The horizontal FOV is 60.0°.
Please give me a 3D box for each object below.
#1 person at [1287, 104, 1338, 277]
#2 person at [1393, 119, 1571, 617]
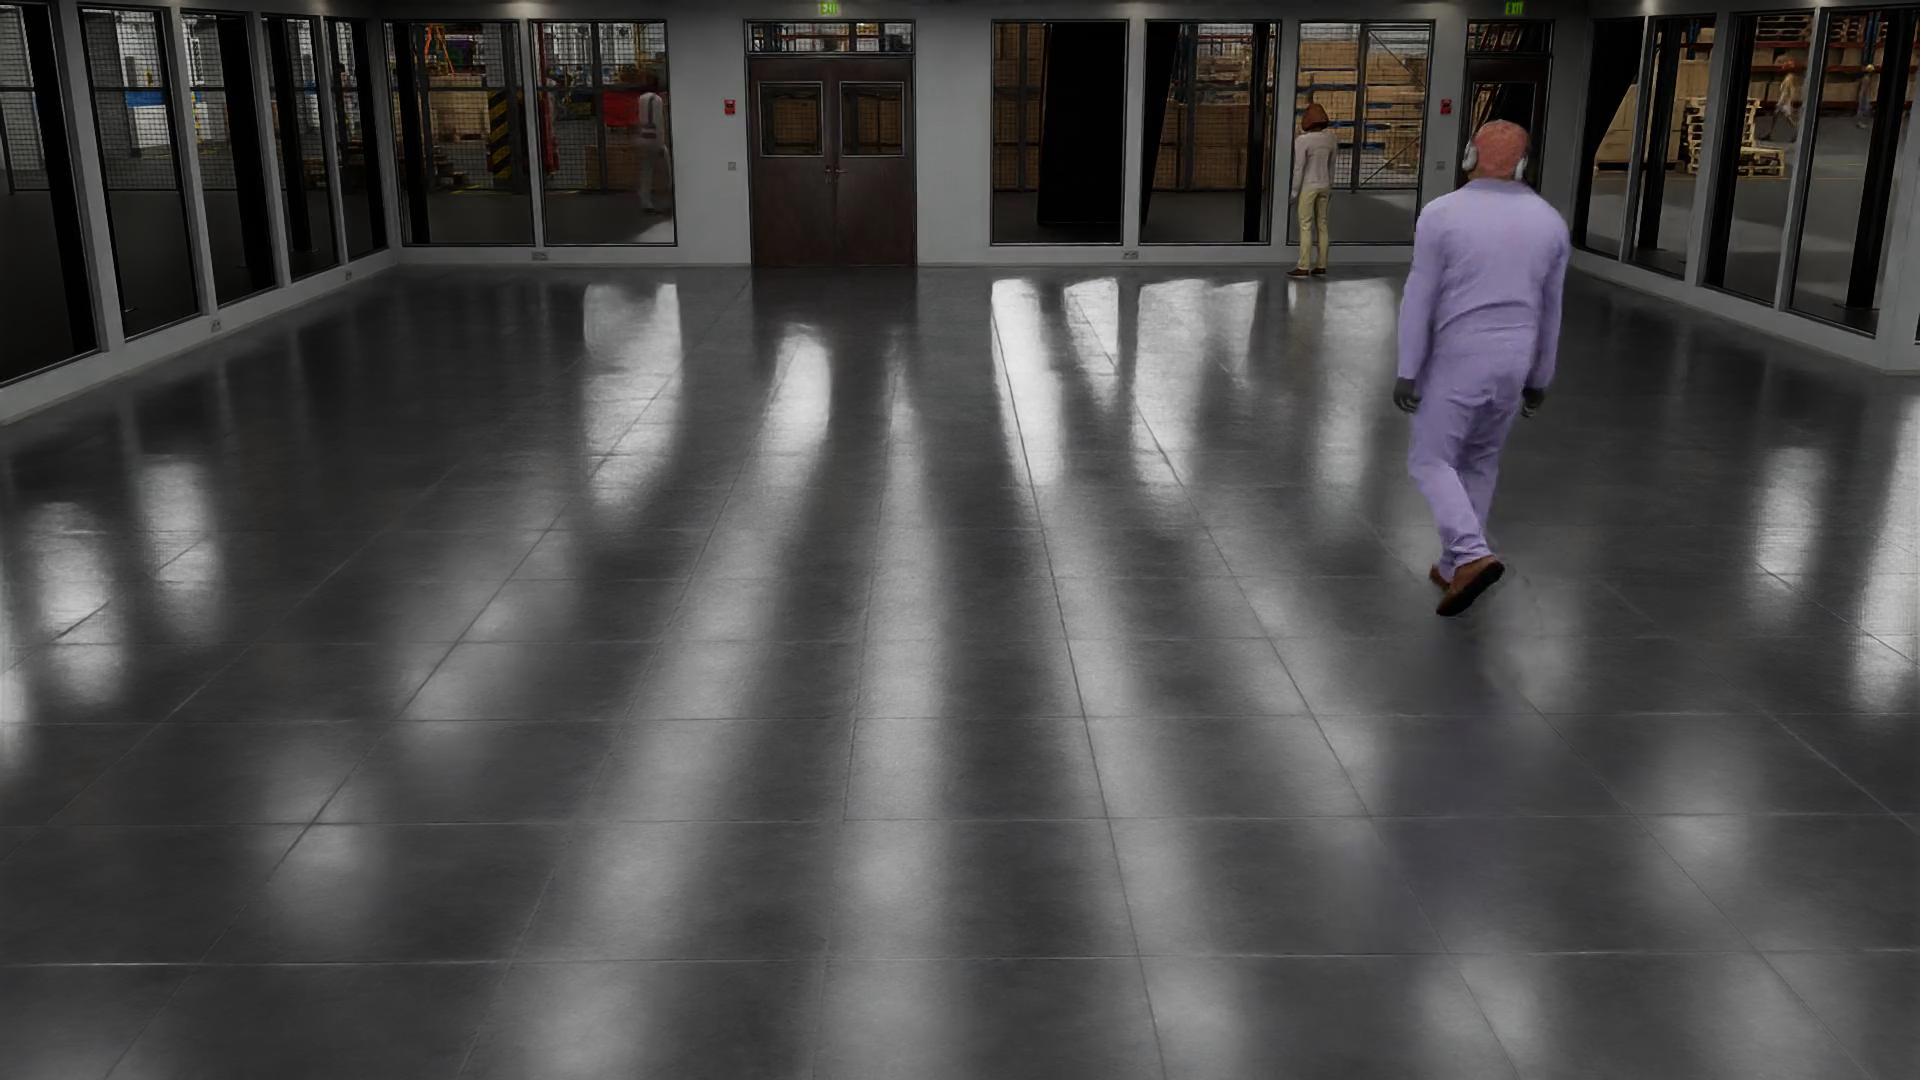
[{"bbox_3d":[3.379,-3.341,15.949,0.497,1.632,0.289,-9,19,-28],"label":"person"},{"bbox_3d":[2.028,-0.635,6.345,0.684,1.867,0.705,-5,17,-16],"label":"person"}]
